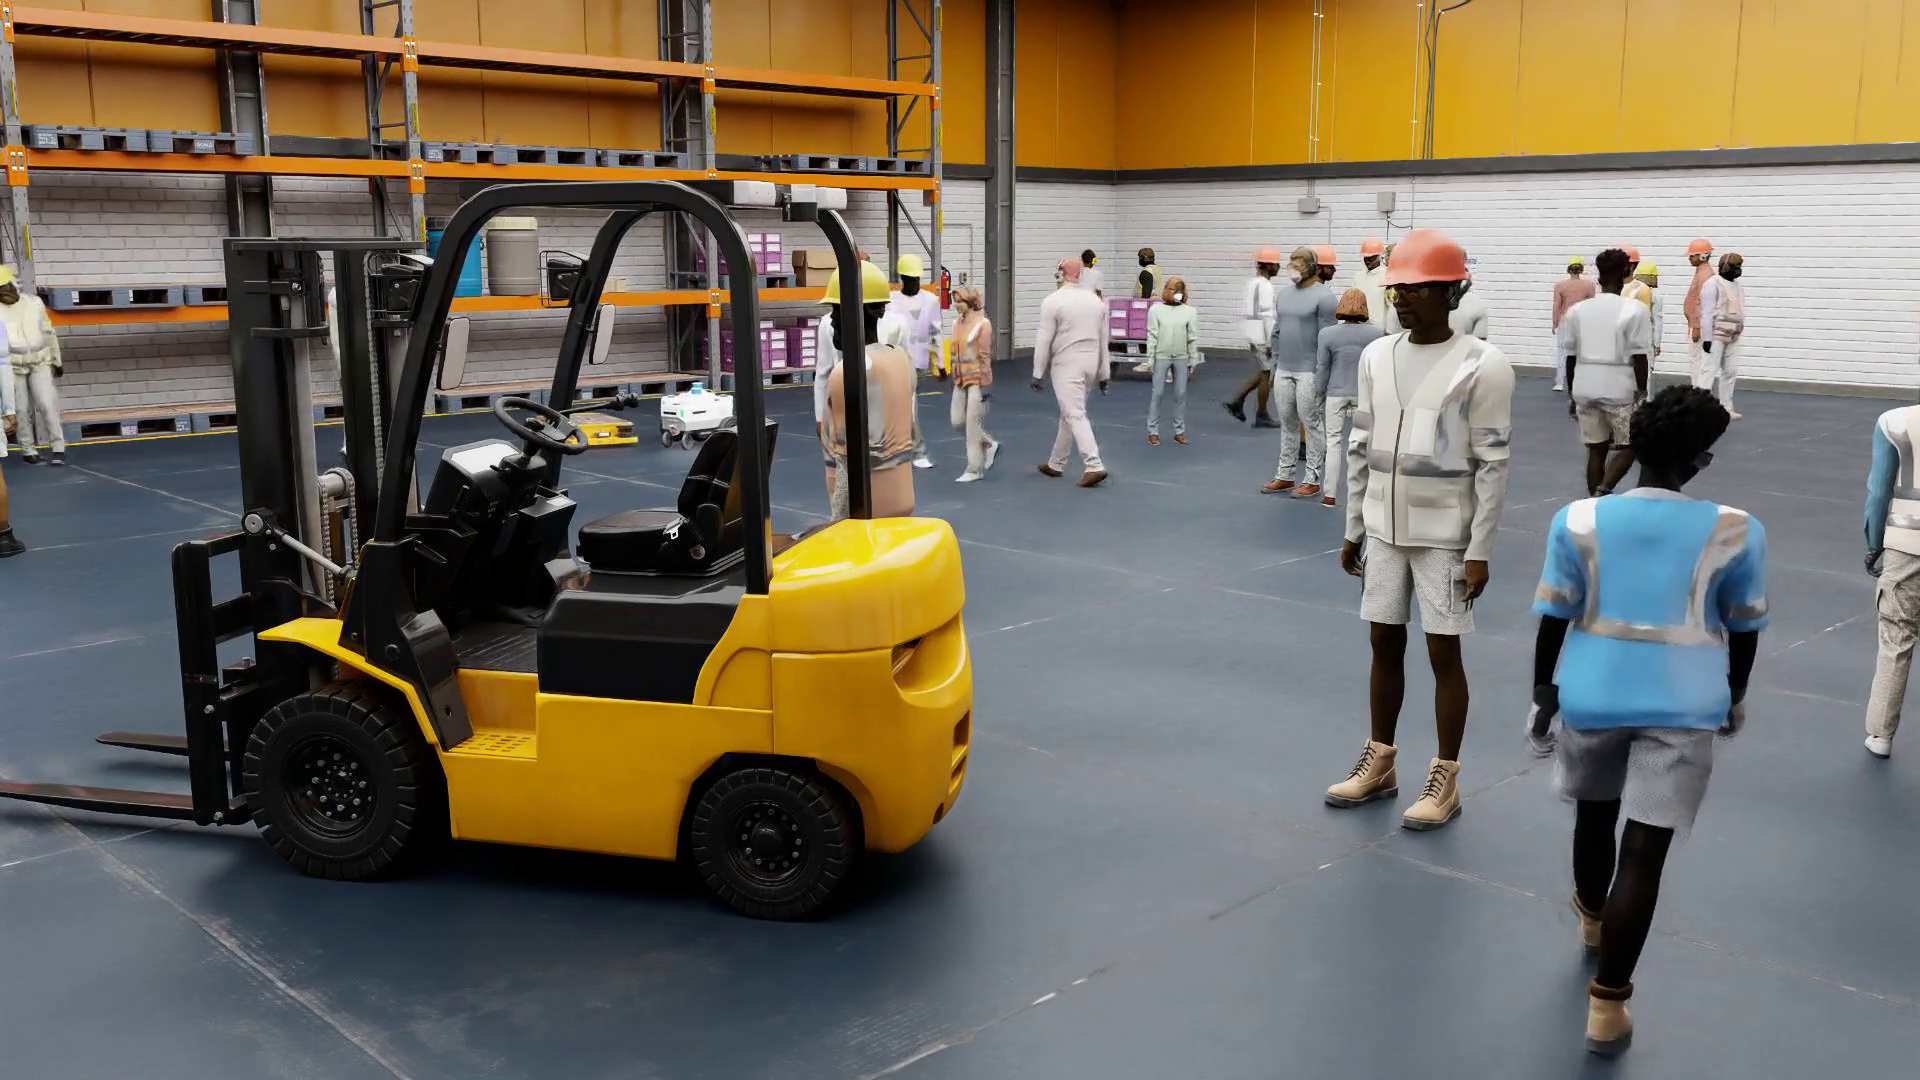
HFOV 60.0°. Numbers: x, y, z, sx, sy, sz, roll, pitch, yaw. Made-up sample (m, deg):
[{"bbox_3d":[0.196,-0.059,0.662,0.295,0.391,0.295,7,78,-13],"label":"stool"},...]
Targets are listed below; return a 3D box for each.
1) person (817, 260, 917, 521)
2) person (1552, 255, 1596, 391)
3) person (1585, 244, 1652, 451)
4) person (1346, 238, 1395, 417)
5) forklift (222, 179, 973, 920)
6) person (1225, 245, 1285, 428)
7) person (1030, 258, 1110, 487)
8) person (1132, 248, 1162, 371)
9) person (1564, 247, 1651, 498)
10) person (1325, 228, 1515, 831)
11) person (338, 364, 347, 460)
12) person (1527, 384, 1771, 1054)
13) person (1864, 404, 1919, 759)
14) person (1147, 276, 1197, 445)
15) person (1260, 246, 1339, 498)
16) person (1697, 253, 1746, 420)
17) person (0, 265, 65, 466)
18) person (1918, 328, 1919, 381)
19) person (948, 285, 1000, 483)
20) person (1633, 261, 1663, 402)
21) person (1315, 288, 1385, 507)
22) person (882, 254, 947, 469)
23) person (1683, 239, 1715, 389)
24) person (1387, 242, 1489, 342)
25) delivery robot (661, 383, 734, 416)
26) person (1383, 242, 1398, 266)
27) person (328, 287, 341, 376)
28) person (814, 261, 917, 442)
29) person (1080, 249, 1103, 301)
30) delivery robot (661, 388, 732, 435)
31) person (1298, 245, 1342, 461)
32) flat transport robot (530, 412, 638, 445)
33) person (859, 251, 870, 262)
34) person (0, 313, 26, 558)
[{"bbox_3d":[-0.373,-0.114,6.475,0.369,1.928,0.586,4,11,20],"label":"person"},{"bbox_3d":[7.948,-2.802,21.576,0.531,1.767,0.322,2,11,11],"label":"person"},{"bbox_3d":[6.233,-1.813,15.707,0.361,1.940,0.543,-4,11,-19],"label":"person"},{"bbox_3d":[4.532,-2.330,18.386,0.388,1.991,0.609,-8,13,-37],"label":"person"},{"bbox_3d":[-1.114,-0.058,5.440,2.313,2.155,1.214,2,11,13],"label":"forklift"},{"bbox_3d":[3.141,-2.124,17.452,0.499,1.918,0.560,-1,10,-5],"label":"person"},{"bbox_3d":[0.955,-1.377,13.629,0.685,1.855,0.991,-8,13,-39],"label":"person"},{"bbox_3d":[2.780,-3.432,24.819,0.429,1.840,0.624,3,11,18],"label":"person"},{"bbox_3d":[4.342,-0.987,11.189,0.487,1.938,0.637,-9,14,-41],"label":"person"},{"bbox_3d":[1.564,-0.032,5.711,0.379,2.044,0.607,-9,14,-40],"label":"person"},{"bbox_3d":[-5.299,-1.458,14.722,0.528,1.592,0.867,3,11,14],"label":"person"},{"bbox_3d":[1.781,0.419,4.313,0.543,1.639,0.892,6,12,32],"label":"person"},{"bbox_3d":[3.725,0.055,6.346,0.524,1.638,0.309,7,12,32],"label":"person"},{"bbox_3d":[2.047,-1.732,16.125,0.504,1.630,0.281,-2,11,-10],"label":"person"},{"bbox_3d":[2.634,-1.295,12.887,0.372,1.940,0.632,-7,13,-34],"label":"person"},{"bbox_3d":[8.347,-2.217,18.216,0.635,1.833,0.430,-6,12,-30],"label":"person"},{"bbox_3d":[-8.112,-1.494,14.435,0.666,1.776,0.658,-10,14,-42],"label":"person"},{"bbox_3d":[9.809,-1.833,16.540,0.537,1.681,0.673,8,13,36],"label":"person"},{"bbox_3d":[0.139,-1.293,13.752,0.504,1.624,0.532,-9,13,-39],"label":"person"},{"bbox_3d":[7.366,-2.134,18.001,0.325,1.740,0.492,-8,13,-38],"label":"person"},{"bbox_3d":[2.897,-1.049,12.376,0.505,1.633,0.279,2,11,10],"label":"person"},{"bbox_3d":[-0.487,-1.601,14.780,0.602,1.878,0.966,-6,12,-30],"label":"person"},{"bbox_3d":[8.653,-2.534,19.532,0.404,1.983,0.615,4,11,23],"label":"person"},{"bbox_3d":[3.360,-1.140,11.761,0.692,2.000,0.776,4,11,19],"label":"person"},{"bbox_3d":[-2.608,-1.325,16.566,0.707,0.478,0.477,-1,10,-8],"label":"delivery robot"},{"bbox_3d":[4.981,-2.437,19.109,0.370,1.941,0.627,7,12,32],"label":"person"},{"bbox_3d":[-4.954,-1.487,13.930,0.629,1.940,0.375,2,11,13],"label":"person"},{"bbox_3d":[-0.587,-0.793,10.336,0.624,1.866,0.460,-1,10,-4],"label":"person"},{"bbox_3d":[1.874,-3.413,24.779,0.531,1.826,0.920,4,11,19],"label":"person"},{"bbox_3d":[-2.531,-1.220,15.994,0.477,0.478,0.707,8,13,37],"label":"delivery robot"},{"bbox_3d":[3.223,-1.680,14.989,0.367,1.935,0.552,2,11,9],"label":"person"},{"bbox_3d":[-3.726,-1.099,16.367,0.652,0.197,1.431,-6,12,-30],"label":"flat transport robot"},{"bbox_3d":[-1.072,-2.270,18.445,0.384,1.849,0.569,1,10,7],"label":"person"},{"bbox_3d":[-6.197,-0.837,10.390,0.551,1.937,0.357,-4,11,-19],"label":"person"}]
